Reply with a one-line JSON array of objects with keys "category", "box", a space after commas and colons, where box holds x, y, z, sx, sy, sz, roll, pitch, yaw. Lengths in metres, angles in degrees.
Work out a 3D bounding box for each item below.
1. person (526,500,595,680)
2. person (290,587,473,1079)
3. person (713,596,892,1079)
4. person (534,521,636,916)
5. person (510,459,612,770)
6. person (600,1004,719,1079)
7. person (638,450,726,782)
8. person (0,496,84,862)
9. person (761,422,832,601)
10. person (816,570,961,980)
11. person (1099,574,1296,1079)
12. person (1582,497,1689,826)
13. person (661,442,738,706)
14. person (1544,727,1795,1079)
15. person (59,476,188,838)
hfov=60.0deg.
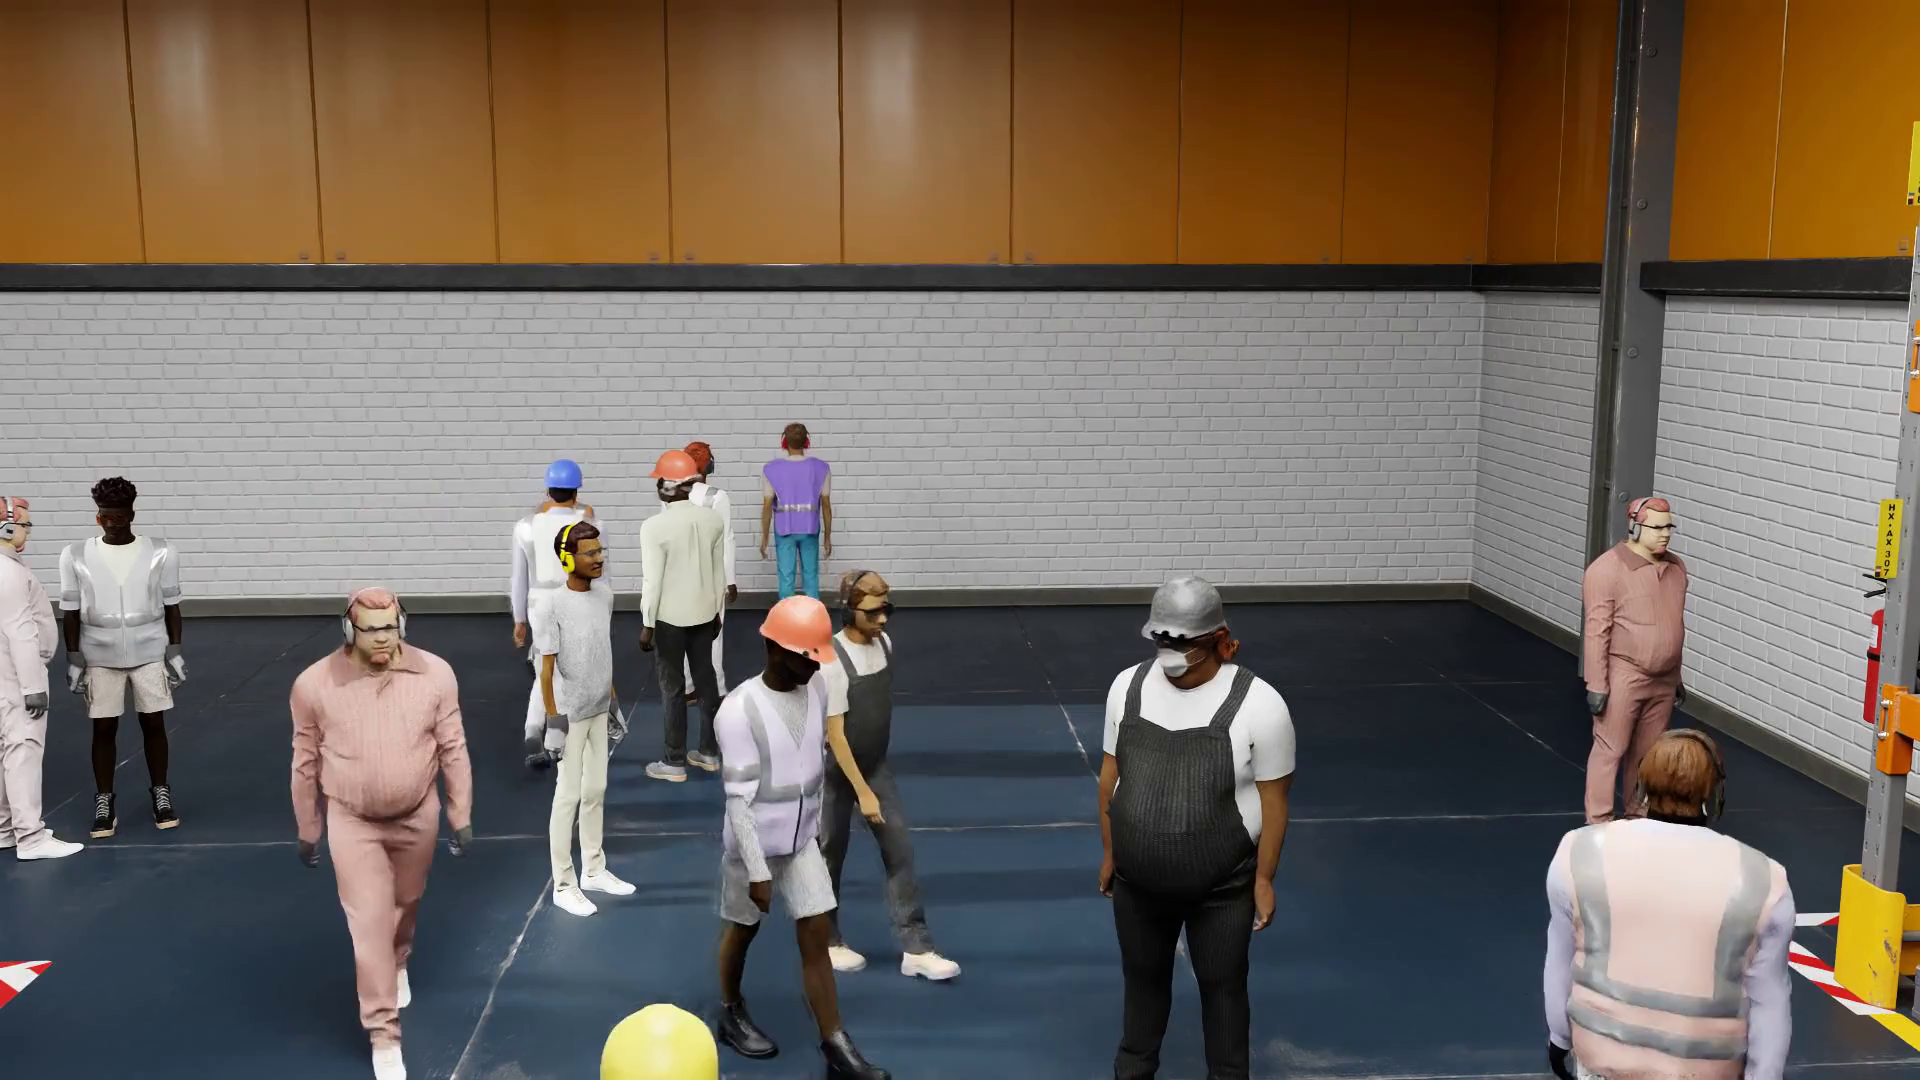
[{"category": "person", "box": [-2.979, 0.255, 12.457, 0.522, 1.616, 0.740, 3, 10, 20]}, {"category": "person", "box": [-2.275, 1.078, 6.577, 0.653, 1.855, 1.005, -5, 11, -31]}, {"category": "person", "box": [-0.644, 1.121, 6.185, 0.964, 1.871, 0.558, 9, 12, 43]}, {"category": "person", "box": [-1.795, 0.838, 7.975, 0.326, 1.876, 0.518, 5, 10, 26]}, {"category": "person", "box": [-2.436, 0.479, 10.090, 0.619, 1.928, 0.700, 0, 9, 3]}, {"category": "person", "box": [-0.524, 1.661, 3.084, 0.604, 1.795, 0.907, -1, 9, -8]}, {"category": "person", "box": [-1.677, 0.451, 10.027, 0.379, 1.995, 0.622, 8, 12, 40]}, {"category": "person", "box": [-4.907, 0.715, 8.662, 0.639, 1.904, 0.409, 8, 12, 40]}, {"category": "person", "box": [-1.336, -0.041, 13.635, 0.579, 1.851, 0.401, -2, 9, -13]}, {"category": "person", "box": [-0.362, 1.018, 7.042, 0.849, 1.806, 0.520, 7, 12, 38]}, {"category": "person", "box": [0.765, 1.111, 5.739, 0.688, 2.000, 0.535, 5, 10, 29]}, {"category": "person", "box": [3.514, 0.722, 8.609, 0.651, 1.906, 0.409, -4, 10, -25]}, {"category": "person", "box": [-1.810, 0.251, 11.627, 0.584, 1.884, 0.346, 4, 10, 25]}, {"category": "person", "box": [1.912, 1.409, 4.552, 0.627, 1.830, 0.437, 5, 10, 27]}, {"category": "person", "box": [-4.535, 0.627, 9.040, 0.600, 1.958, 0.379, -5, 10, -27]}]
